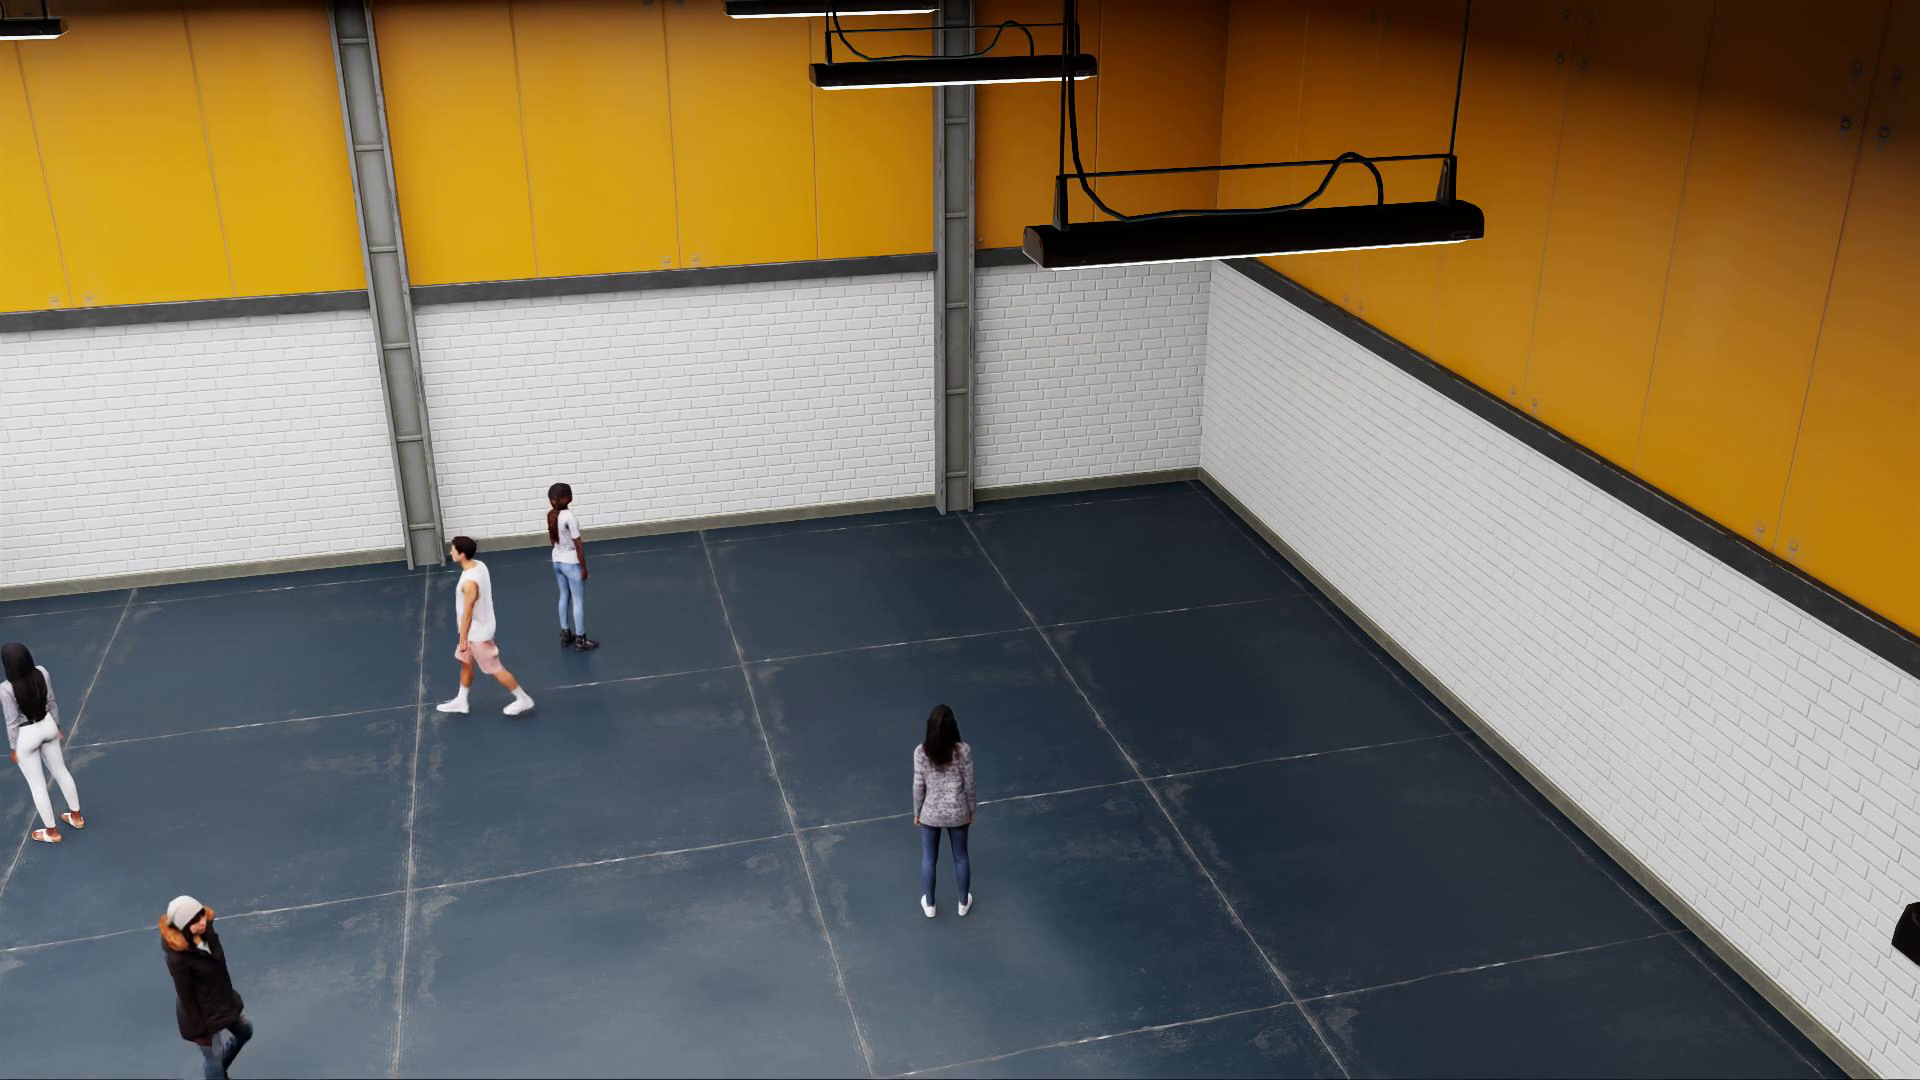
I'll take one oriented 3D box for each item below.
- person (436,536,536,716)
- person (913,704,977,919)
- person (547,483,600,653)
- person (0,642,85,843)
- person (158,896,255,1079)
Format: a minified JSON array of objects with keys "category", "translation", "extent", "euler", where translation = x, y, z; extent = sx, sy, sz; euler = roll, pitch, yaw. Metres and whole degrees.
[{"category":"person","translation":[-4.209,0.808,14.833],"extent":[1.163,1.748,0.773],"euler":[-2,24,-4]},{"category":"person","translation":[-0.121,1.982,12.167],"extent":[0.549,1.732,0.721],"euler":[0,24,0]},{"category":"person","translation":[-3.806,0.247,16.153],"extent":[0.669,1.719,0.694],"euler":[19,30,37]},{"category":"person","translation":[-7.291,1.571,13.118],"extent":[0.708,1.724,0.672],"euler":[10,26,22]},{"category":"person","translation":[-4.705,2.867,10.272],"extent":[0.741,1.629,0.736],"euler":[3,24,6]}]
